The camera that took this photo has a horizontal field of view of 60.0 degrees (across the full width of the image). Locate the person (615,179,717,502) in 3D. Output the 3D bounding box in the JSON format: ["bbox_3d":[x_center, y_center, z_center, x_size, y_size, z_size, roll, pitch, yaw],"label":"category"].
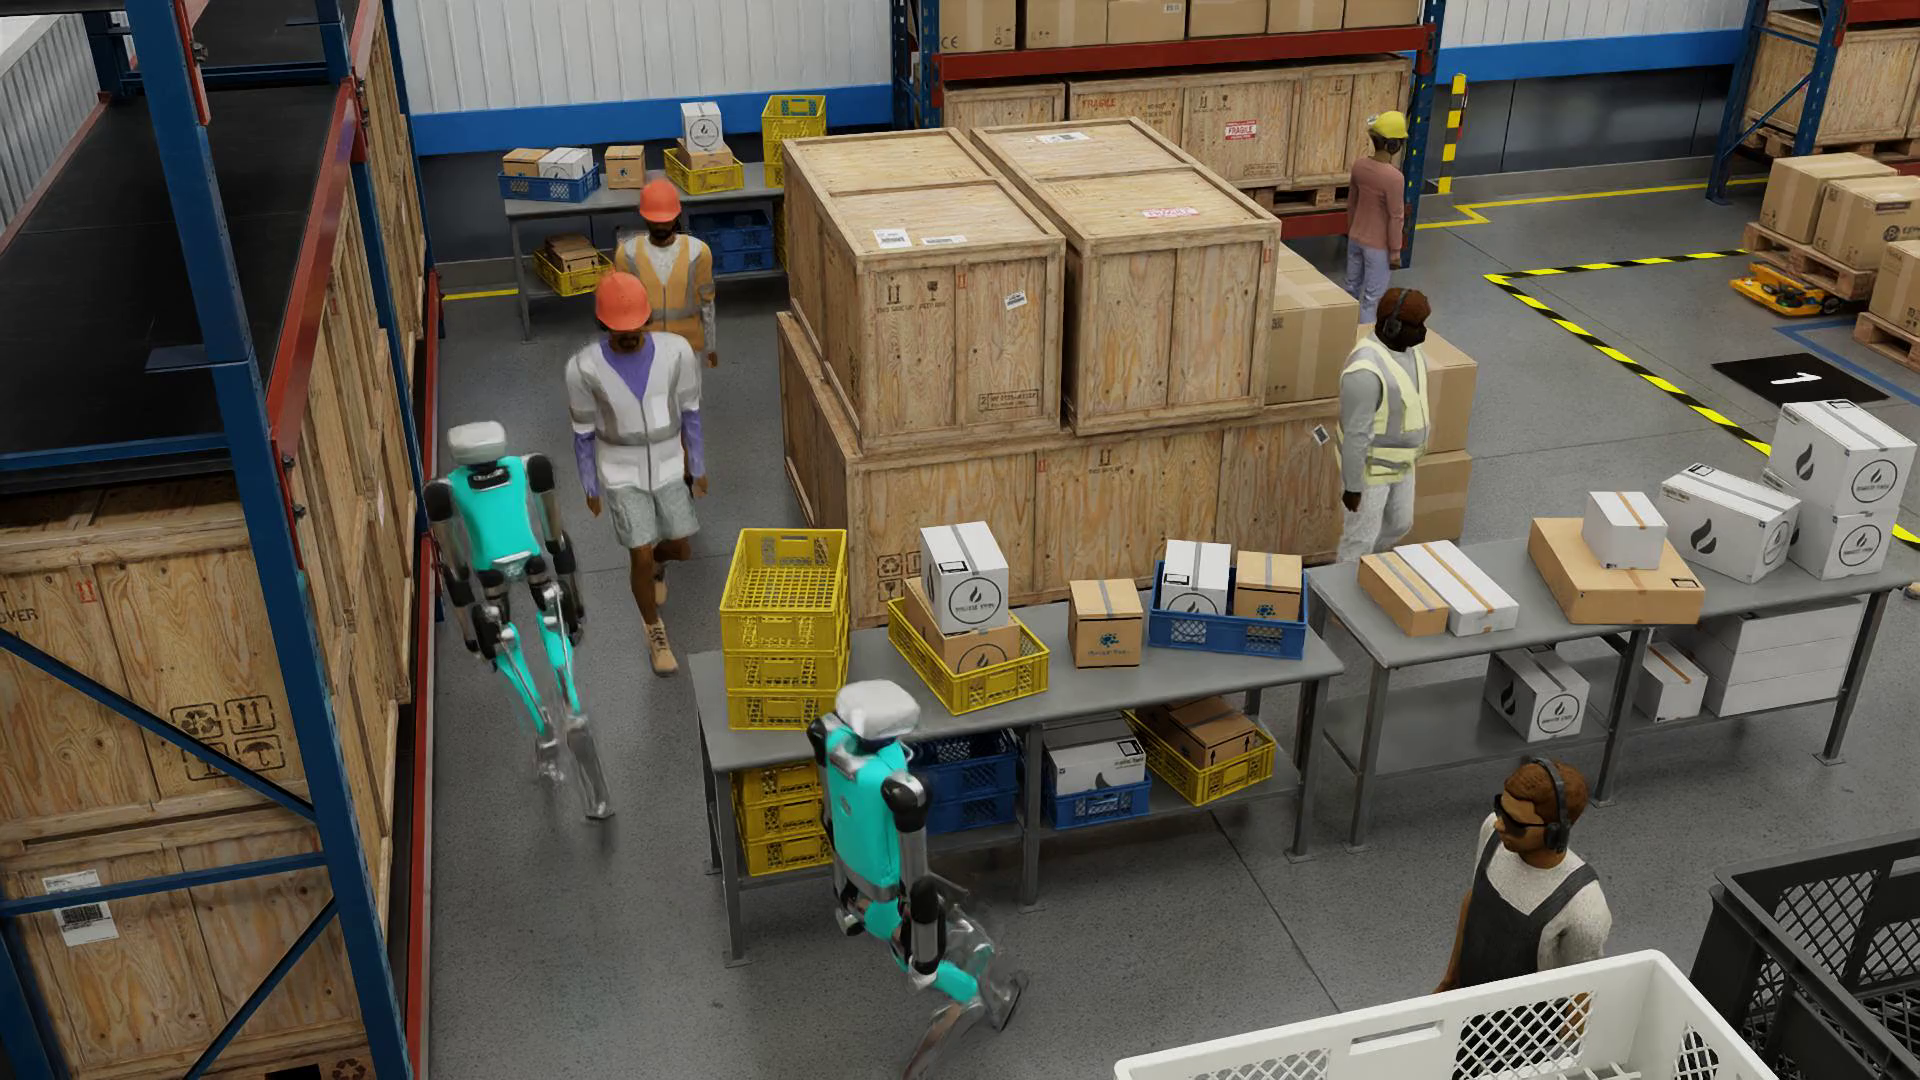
[{"bbox_3d":[-1.667,-1.162,9.545,0.554,1.899,0.969,-1,29,-2],"label":"person"}]

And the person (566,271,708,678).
[{"bbox_3d":[-1.530,-0.358,7.950,0.605,2.019,0.676,-12,31,-21],"label":"person"}]

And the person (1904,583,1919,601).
[{"bbox_3d":[5.185,-0.493,8.174,0.375,2.045,0.605,0,29,0],"label":"person"}]

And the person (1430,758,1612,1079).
[{"bbox_3d":[1.616,1.407,4.928,0.325,1.843,0.514,-11,31,-19],"label":"person"}]

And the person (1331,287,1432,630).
[{"bbox_3d":[2.063,-0.372,8.177,0.429,1.833,0.643,22,36,34],"label":"person"}]

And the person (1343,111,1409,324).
[{"bbox_3d":[2.787,-1.997,11.187,0.309,1.769,0.521,-13,31,-22],"label":"person"}]

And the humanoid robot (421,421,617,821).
[{"bbox_3d":[-1.691,0.446,6.816,0.558,1.755,1.004,-20,35,-32],"label":"humanoid robot"}]

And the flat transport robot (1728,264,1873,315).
[{"bbox_3d":[6.692,-1.969,12.661,1.431,0.197,0.652,-7,30,-13],"label":"flat transport robot"}]

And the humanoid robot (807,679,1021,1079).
[{"bbox_3d":[-0.011,1.149,5.540,0.909,1.796,0.540,-21,35,-33],"label":"humanoid robot"}]
